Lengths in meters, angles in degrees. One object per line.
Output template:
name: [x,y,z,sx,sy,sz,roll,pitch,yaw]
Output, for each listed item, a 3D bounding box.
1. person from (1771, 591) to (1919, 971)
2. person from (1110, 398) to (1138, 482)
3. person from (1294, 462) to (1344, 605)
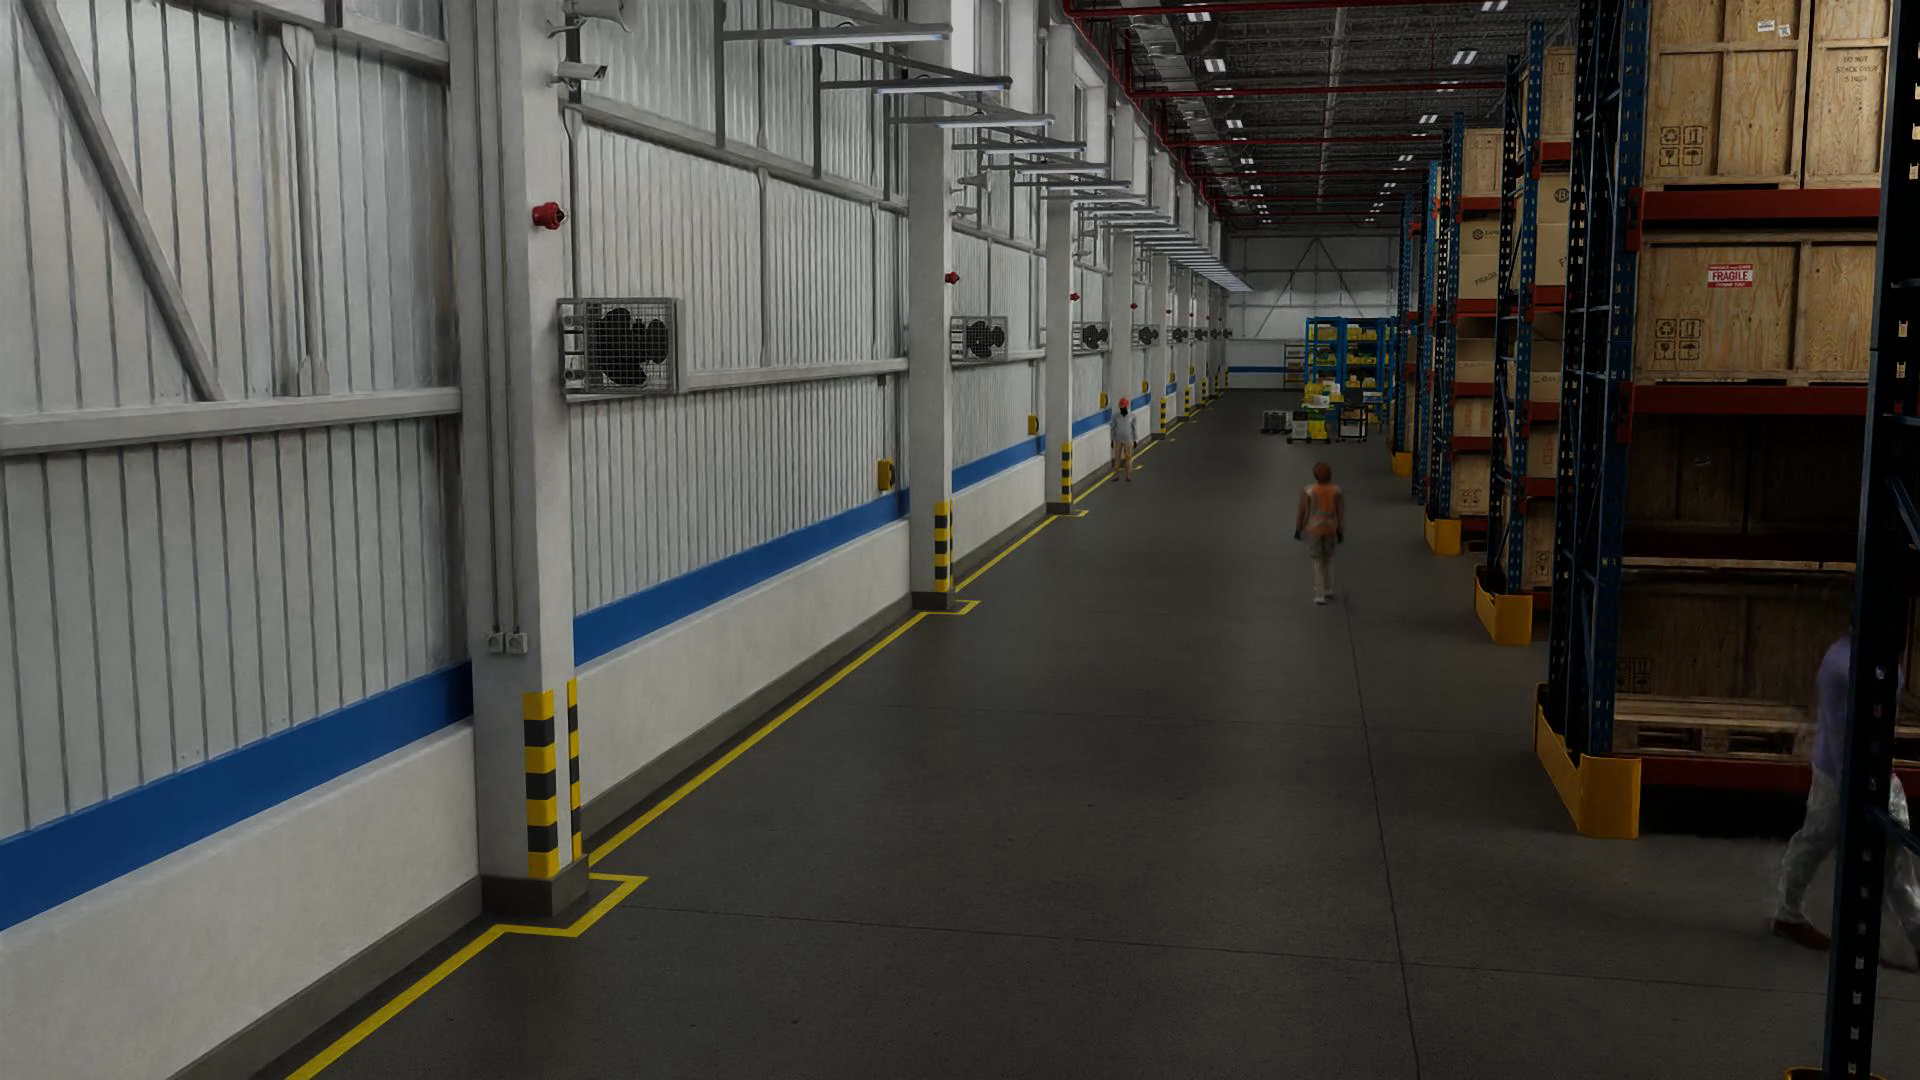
person: [4.452,1.154,8.080,0.648,1.884,1.013,-5,9,-36]
person: [3.401,-2.080,34.531,0.563,1.747,0.339,1,7,11]
person: [4.115,-0.089,19.165,0.521,1.607,0.794,-1,7,-10]
